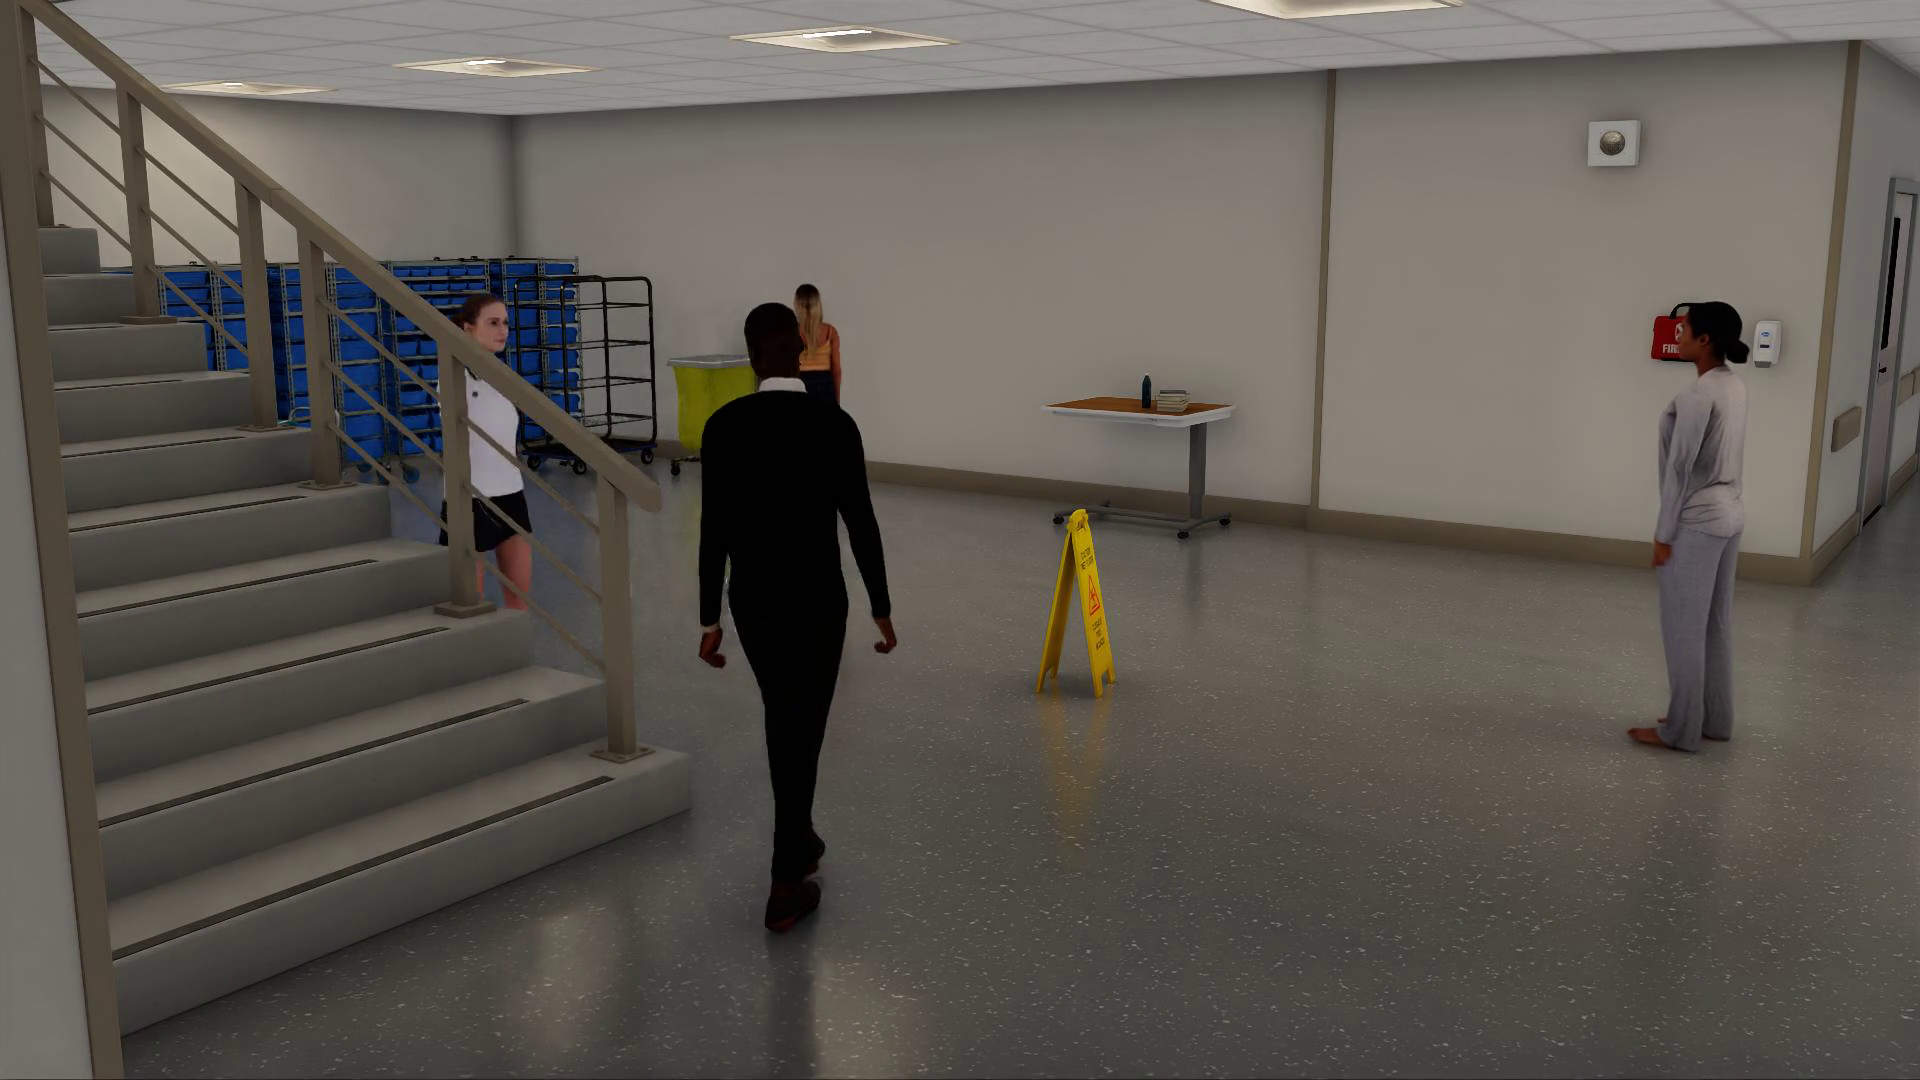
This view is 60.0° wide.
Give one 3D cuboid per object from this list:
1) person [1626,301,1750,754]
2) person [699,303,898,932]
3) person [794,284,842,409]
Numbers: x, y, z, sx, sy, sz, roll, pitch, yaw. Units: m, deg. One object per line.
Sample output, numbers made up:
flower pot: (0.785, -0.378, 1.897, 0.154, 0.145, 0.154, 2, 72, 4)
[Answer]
person: (2.874, -0.057, 6.449, 0.657, 1.733, 0.595, -11, 15, -44)
person: (-0.523, 0.239, 4.756, 0.915, 1.783, 0.939, 3, 11, 14)
person: (-0.963, -0.878, 11.144, 1.089, 1.596, 1.103, -1, 11, -6)
